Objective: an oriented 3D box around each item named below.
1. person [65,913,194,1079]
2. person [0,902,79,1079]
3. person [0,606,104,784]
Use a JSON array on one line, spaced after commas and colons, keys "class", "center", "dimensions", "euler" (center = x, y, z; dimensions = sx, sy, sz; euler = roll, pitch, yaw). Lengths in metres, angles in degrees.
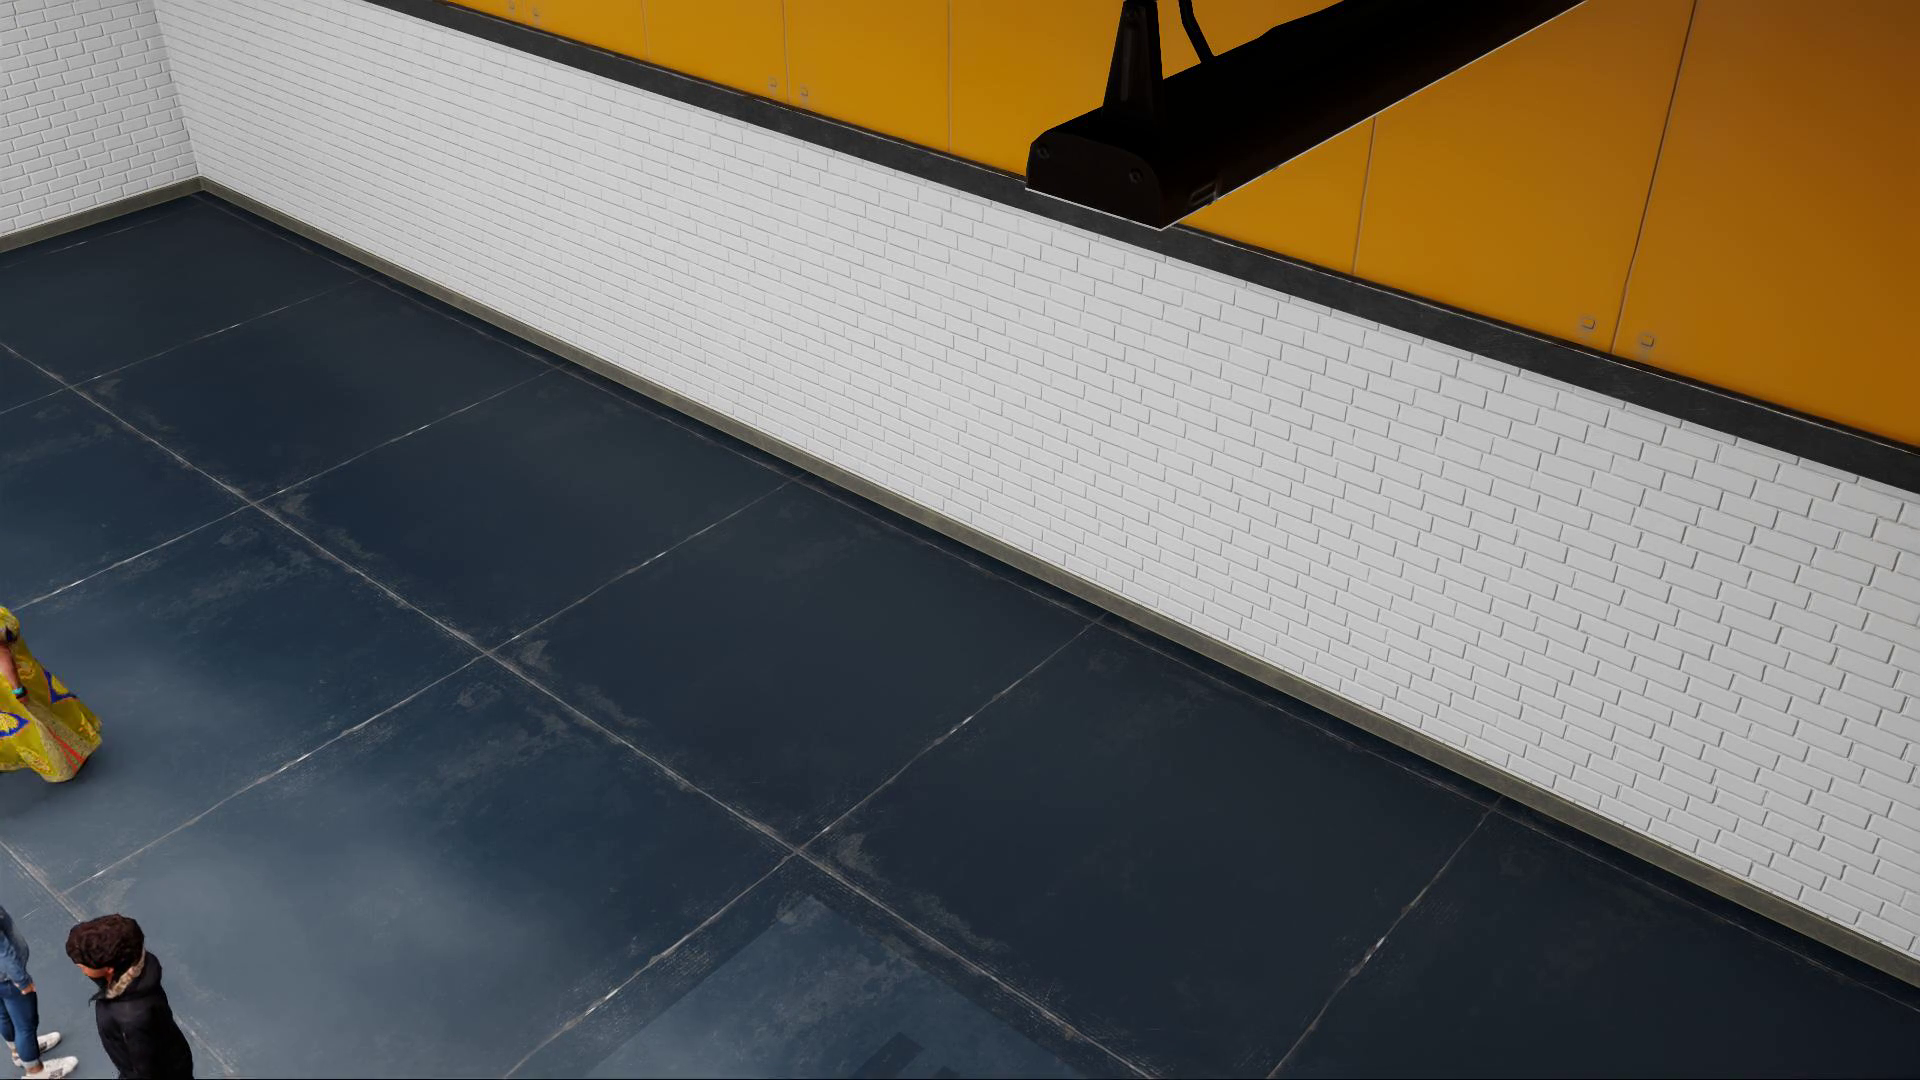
[{"class": "person", "center": [-3.569, 2.340, 7.538], "dimensions": [0.971, 1.766, 0.805], "euler": [-18, 37, -24]}, {"class": "person", "center": [-4.718, 2.099, 8.166], "dimensions": [0.557, 1.474, 0.484], "euler": [27, 42, 34]}, {"class": "person", "center": [-5.766, 0.866, 9.881], "dimensions": [0.759, 1.639, 1.156], "euler": [25, 41, 32]}]
